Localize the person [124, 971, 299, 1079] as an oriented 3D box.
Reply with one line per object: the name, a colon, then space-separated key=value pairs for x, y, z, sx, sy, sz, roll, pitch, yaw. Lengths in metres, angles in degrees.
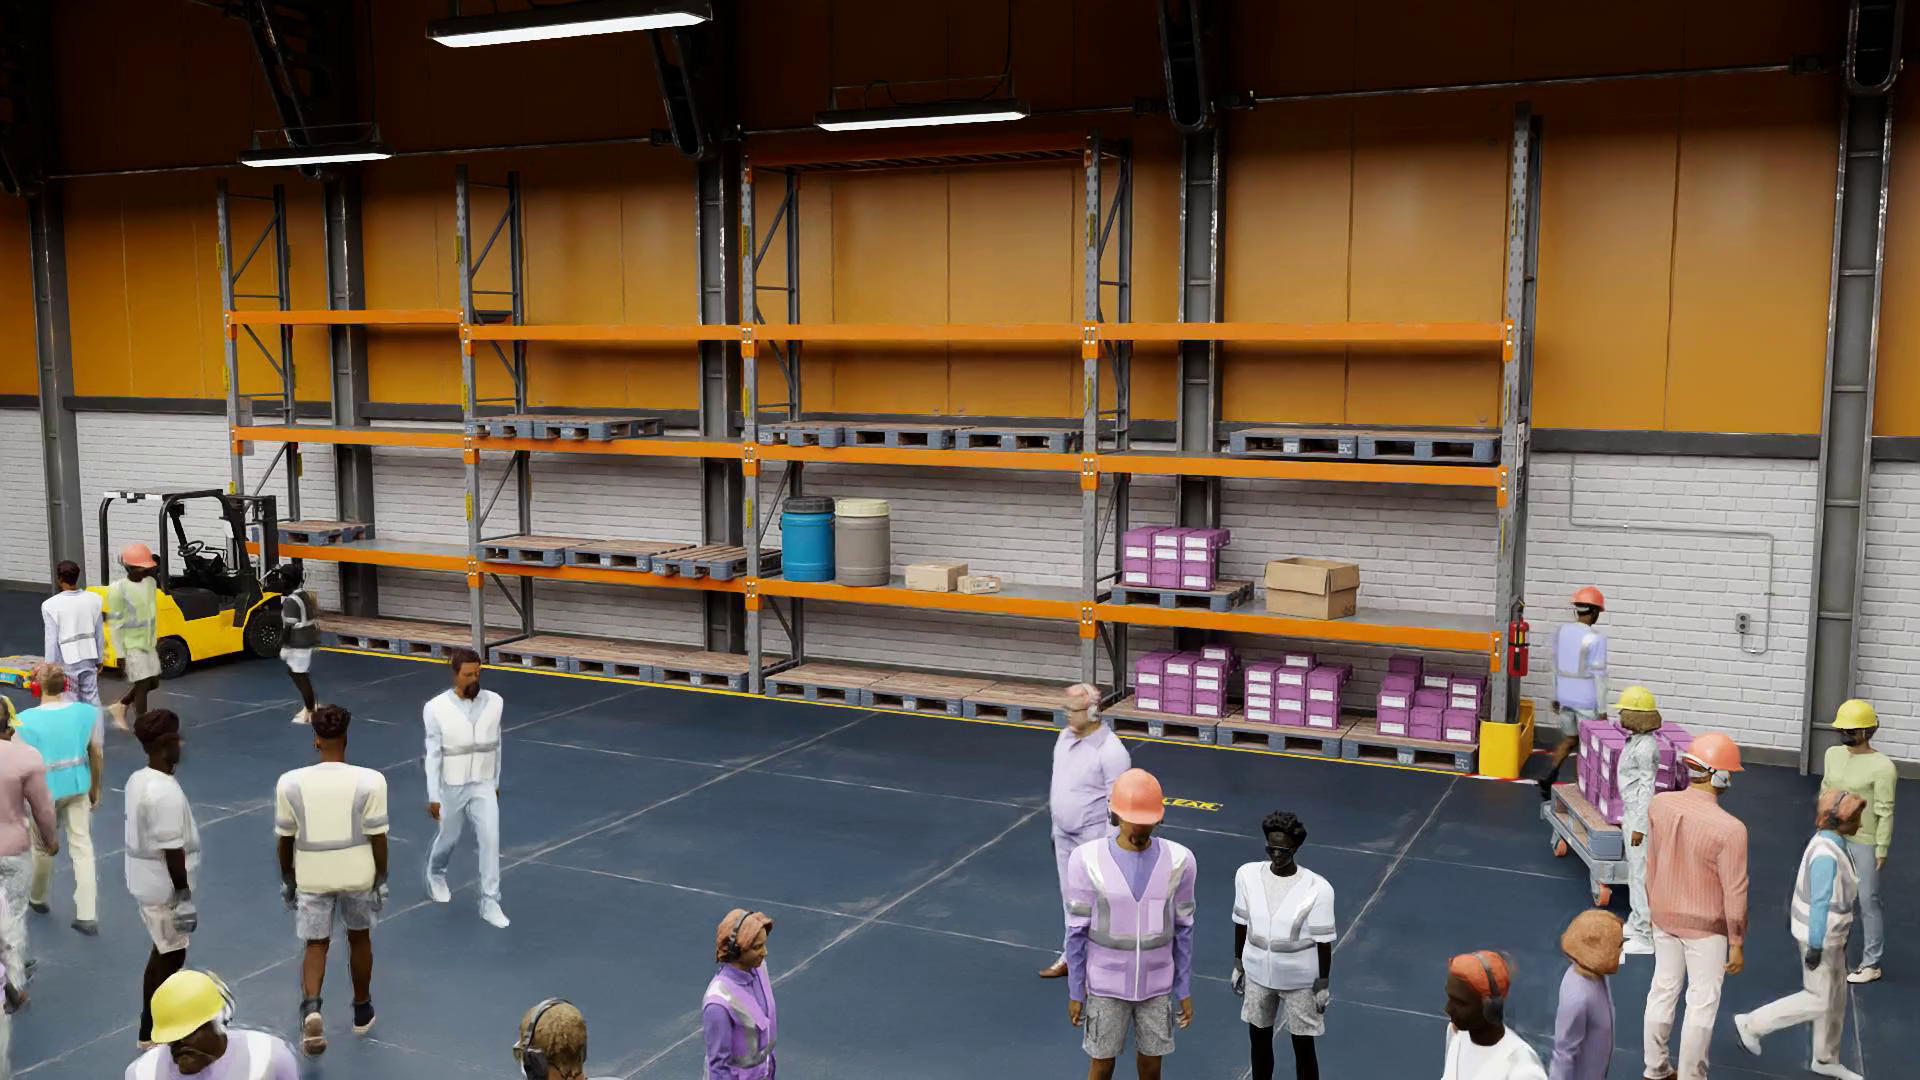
person: x=-2.672 y=2.369 z=6.070 sx=0.606 sy=1.784 sz=0.829 roll=-1 pitch=7 yaw=-7

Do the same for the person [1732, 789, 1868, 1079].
person: x=4.536 y=2.100 z=8.912 sx=0.583 sy=1.614 sz=0.535 roll=4 pitch=8 yaw=31

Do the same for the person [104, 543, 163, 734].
person: x=-8.130 y=1.017 z=16.308 sx=0.714 sy=2.007 sz=0.638 roll=2 pitch=7 yaw=14

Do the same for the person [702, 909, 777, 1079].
person: x=-0.920 y=2.333 z=6.966 sx=0.319 sy=1.631 sz=0.524 roll=2 pitch=7 yaw=13

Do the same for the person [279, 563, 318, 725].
person: x=-6.815 y=1.074 z=17.130 sx=0.389 sy=1.674 sz=0.557 roll=-1 pitch=7 yaw=-6

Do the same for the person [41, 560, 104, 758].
person: x=-8.308 y=1.144 z=15.618 sx=0.388 sy=1.917 sz=0.594 roll=3 pitch=8 yaw=25

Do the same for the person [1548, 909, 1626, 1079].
person: x=2.578 y=2.331 z=7.120 sx=0.774 sy=1.607 sz=0.504 roll=4 pitch=8 yaw=29

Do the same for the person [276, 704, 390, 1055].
person: x=-3.509 y=1.895 z=9.317 sx=0.614 sy=1.941 sz=0.747 roll=-1 pitch=7 yaw=-12

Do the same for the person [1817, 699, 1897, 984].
person: x=5.554 y=1.858 z=10.360 sx=0.335 sy=1.760 sz=0.530 roll=-2 pitch=7 yaw=-17

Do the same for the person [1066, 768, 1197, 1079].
person: x=0.792 y=2.045 z=7.660 sx=0.607 sy=2.041 sz=0.377 roll=-1 pitch=7 yaw=-6

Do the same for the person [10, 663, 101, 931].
person: x=-6.152 y=1.722 z=11.312 sx=0.987 sy=1.791 sz=0.590 roll=6 pitch=9 yaw=43

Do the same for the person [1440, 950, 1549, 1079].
person: x=1.765 y=2.357 z=5.864 sx=0.886 sy=1.846 sz=0.604 roll=-2 pitch=7 yaw=-15

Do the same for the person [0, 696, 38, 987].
person: x=-5.916 y=1.849 z=10.204 sx=0.403 sy=1.819 sz=0.602 roll=-4 pitch=8 yaw=-27

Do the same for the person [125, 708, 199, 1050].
person: x=-4.401 y=1.911 z=9.195 sx=0.394 sy=1.946 sz=0.643 roll=-5 pitch=8 yaw=-35

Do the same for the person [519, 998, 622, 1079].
person: x=-1.245 y=2.394 z=5.260 sx=0.384 sy=1.928 sz=0.636 roll=4 pitch=8 yaw=27

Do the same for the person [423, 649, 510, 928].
person: x=-3.433 y=1.663 z=11.487 sx=0.597 sy=1.889 sz=0.946 roll=-6 pitch=9 yaw=-41

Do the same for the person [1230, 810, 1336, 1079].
person: x=1.585 y=2.155 z=8.212 sx=0.539 sy=1.693 sz=0.320 roll=5 pitch=8 yaw=34

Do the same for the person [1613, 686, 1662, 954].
person: x=4.387 y=1.810 z=10.819 sx=0.321 sy=1.743 sz=0.488 roll=2 pitch=7 yaw=17

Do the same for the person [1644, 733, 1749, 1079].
person: x=3.801 y=1.966 z=8.576 sx=0.412 sy=1.981 sz=0.625 roll=-3 pitch=7 yaw=-22

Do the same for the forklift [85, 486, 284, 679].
forklift: x=-9.426 y=0.454 z=20.179 sx=1.214 sy=2.155 sz=2.313 roll=3 pitch=8 yaw=26

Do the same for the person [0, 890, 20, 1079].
person: x=-4.740 y=2.229 z=7.920 sx=0.581 sy=1.609 sz=0.581 roll=3 pitch=8 yaw=26

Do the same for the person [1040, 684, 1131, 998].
person: x=0.748 y=1.816 z=10.144 sx=0.402 sy=1.902 sz=0.679 roll=-4 pitch=8 yaw=-32

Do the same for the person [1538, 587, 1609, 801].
person: x=5.184 y=1.347 z=13.991 sx=0.579 sy=1.902 sz=0.633 roll=-3 pitch=8 yaw=-26

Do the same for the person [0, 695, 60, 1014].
person: x=-5.711 y=1.837 z=9.879 sx=0.649 sy=1.921 sz=0.564 roll=-1 pitch=7 yaw=-7
